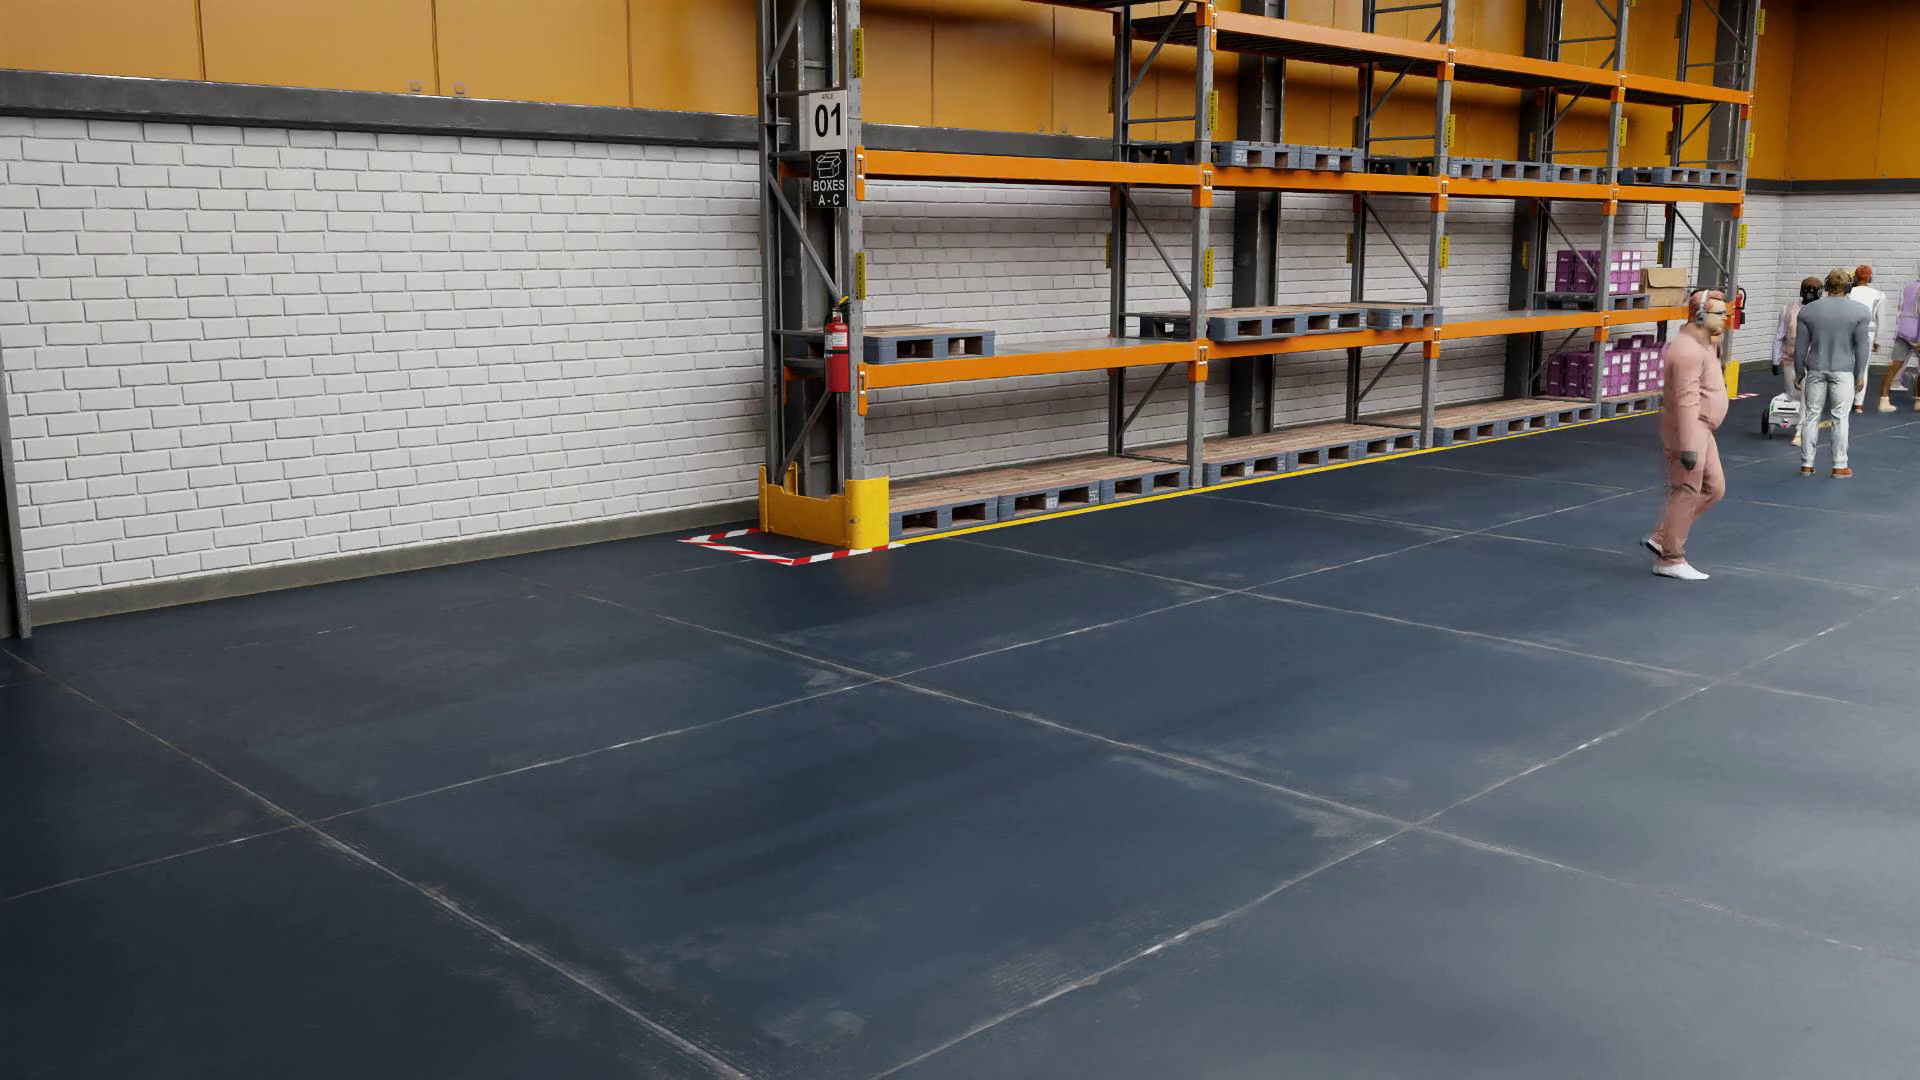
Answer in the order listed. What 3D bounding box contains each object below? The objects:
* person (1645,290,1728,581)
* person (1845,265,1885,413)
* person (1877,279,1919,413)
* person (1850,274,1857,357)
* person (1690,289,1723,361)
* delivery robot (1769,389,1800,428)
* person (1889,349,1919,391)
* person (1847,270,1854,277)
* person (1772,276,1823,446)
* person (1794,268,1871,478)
[{"bbox_3d":[4.785,-0.674,10.823,0.429,1.890,0.676,6,12,28],"label":"person"},{"bbox_3d":[11.426,-2.569,21.246,0.631,1.858,0.663,3,11,15],"label":"person"},{"bbox_3d":[12.073,-2.575,20.957,0.882,1.973,0.744,0,10,-2],"label":"person"},{"bbox_3d":[12.077,-2.769,22.655,0.556,1.732,0.484,4,11,21],"label":"person"},{"bbox_3d":[7.684,-1.782,17.410,0.560,1.680,0.473,-7,13,-34],"label":"person"},{"bbox_3d":[9.208,-1.461,18.507,0.477,0.478,0.707,5,12,27],"label":"delivery robot"},{"bbox_3d":[13.713,-3.024,23.734,0.666,1.867,0.655,4,11,22],"label":"person"},{"bbox_3d":[12.966,-3.072,24.307,0.492,1.741,0.534,-6,12,-31],"label":"person"},{"bbox_3d":[9.164,-1.948,18.019,0.637,1.813,0.897,8,13,38],"label":"person"},{"bbox_3d":[8.073,-1.543,15.437,0.628,1.940,0.378,9,14,41],"label":"person"}]
